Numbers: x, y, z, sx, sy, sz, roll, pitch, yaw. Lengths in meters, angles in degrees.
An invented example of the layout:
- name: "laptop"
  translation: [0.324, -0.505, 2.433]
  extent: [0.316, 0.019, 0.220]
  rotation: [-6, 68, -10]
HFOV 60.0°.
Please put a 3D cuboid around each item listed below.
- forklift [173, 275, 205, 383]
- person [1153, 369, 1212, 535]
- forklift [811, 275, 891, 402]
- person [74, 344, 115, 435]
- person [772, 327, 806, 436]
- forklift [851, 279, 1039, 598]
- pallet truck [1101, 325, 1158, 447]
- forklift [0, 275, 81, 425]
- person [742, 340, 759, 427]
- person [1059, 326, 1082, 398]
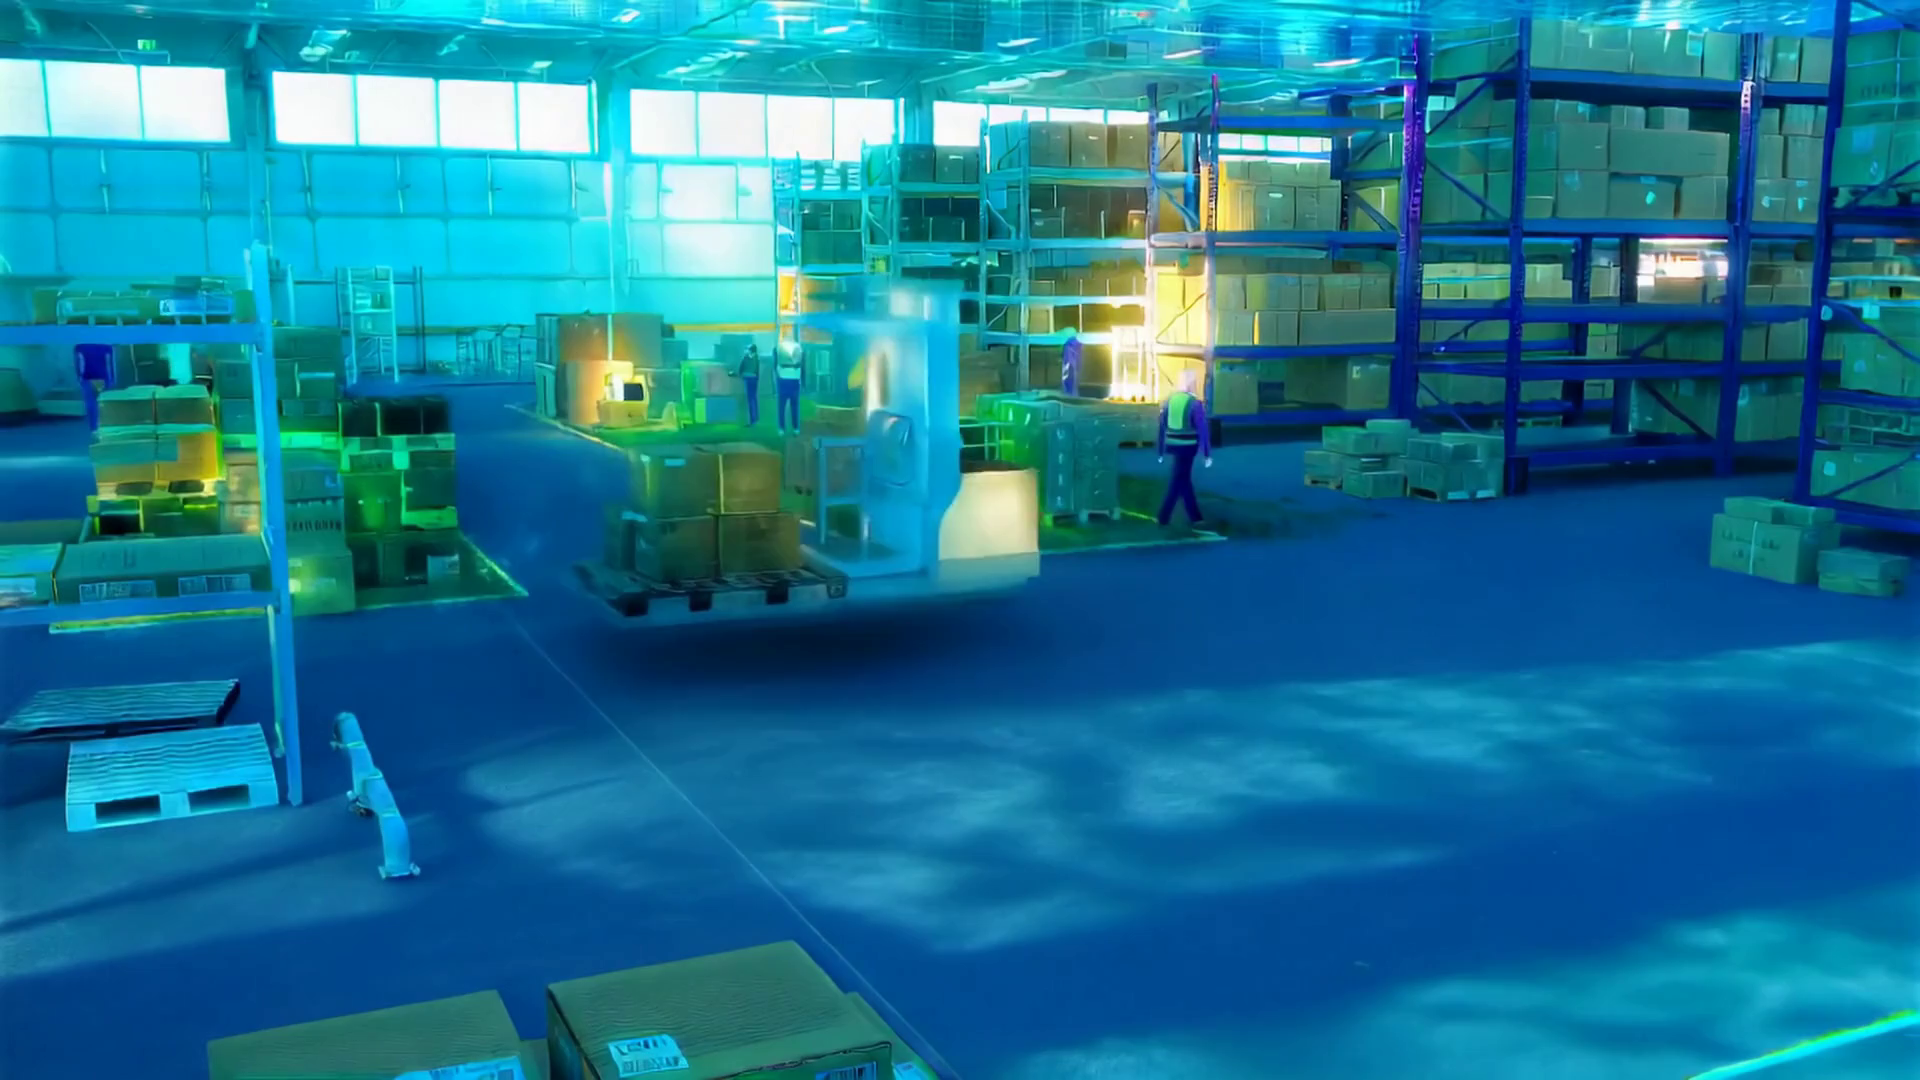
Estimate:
- name: "forklift"
  translation: [-16.902, -4.434, 36.599]
  extent: [1.873, 2.768, 1.129]
  rotation: [-8, 12, -41]
- name: "person"
  translation: [2.466, -0.980, 18.428]
  extent: [0.996, 1.837, 0.596]
  rotation: [-7, 12, -38]
- name: "forklift"
  translation: [-2.214, -4.442, 36.647]
  extent: [1.873, 2.768, 1.129]
  rotation: [3, 10, 16]
- name: "person"
  translation: [-15.373, -2.836, 29.598]
  extent: [0.635, 1.937, 0.353]
  rotation: [-6, 11, -32]
- name: "person"
  translation: [-3.024, -2.794, 29.395]
  extent: [0.596, 1.918, 0.379]
  rotation: [-2, 9, -14]
- name: "forklift"
  translation: [-0.300, -0.995, 15.260]
  extent: [1.873, 2.768, 1.129]
  rotation: [-4, 10, -25]
- name: "pallet truck"
  translation: [2.881, -2.596, 27.923]
  extent: [0.823, 1.965, 1.885]
  rotation: [-1, 9, -7]
- name: "forklift"
  translation: [-17.817, -3.560, 31.174]
  extent: [1.129, 2.768, 1.873]
  rotation: [5, 11, 31]
- name: "person"
  translation: [-3.917, -2.921, 31.074]
  extent: [0.311, 1.632, 0.519]
  rotation: [-1, 9, -9]
- name: "person"
  translation: [2.120, -3.198, 32.135]
  extent: [0.429, 1.846, 0.627]
  rotation: [4, 10, 24]
